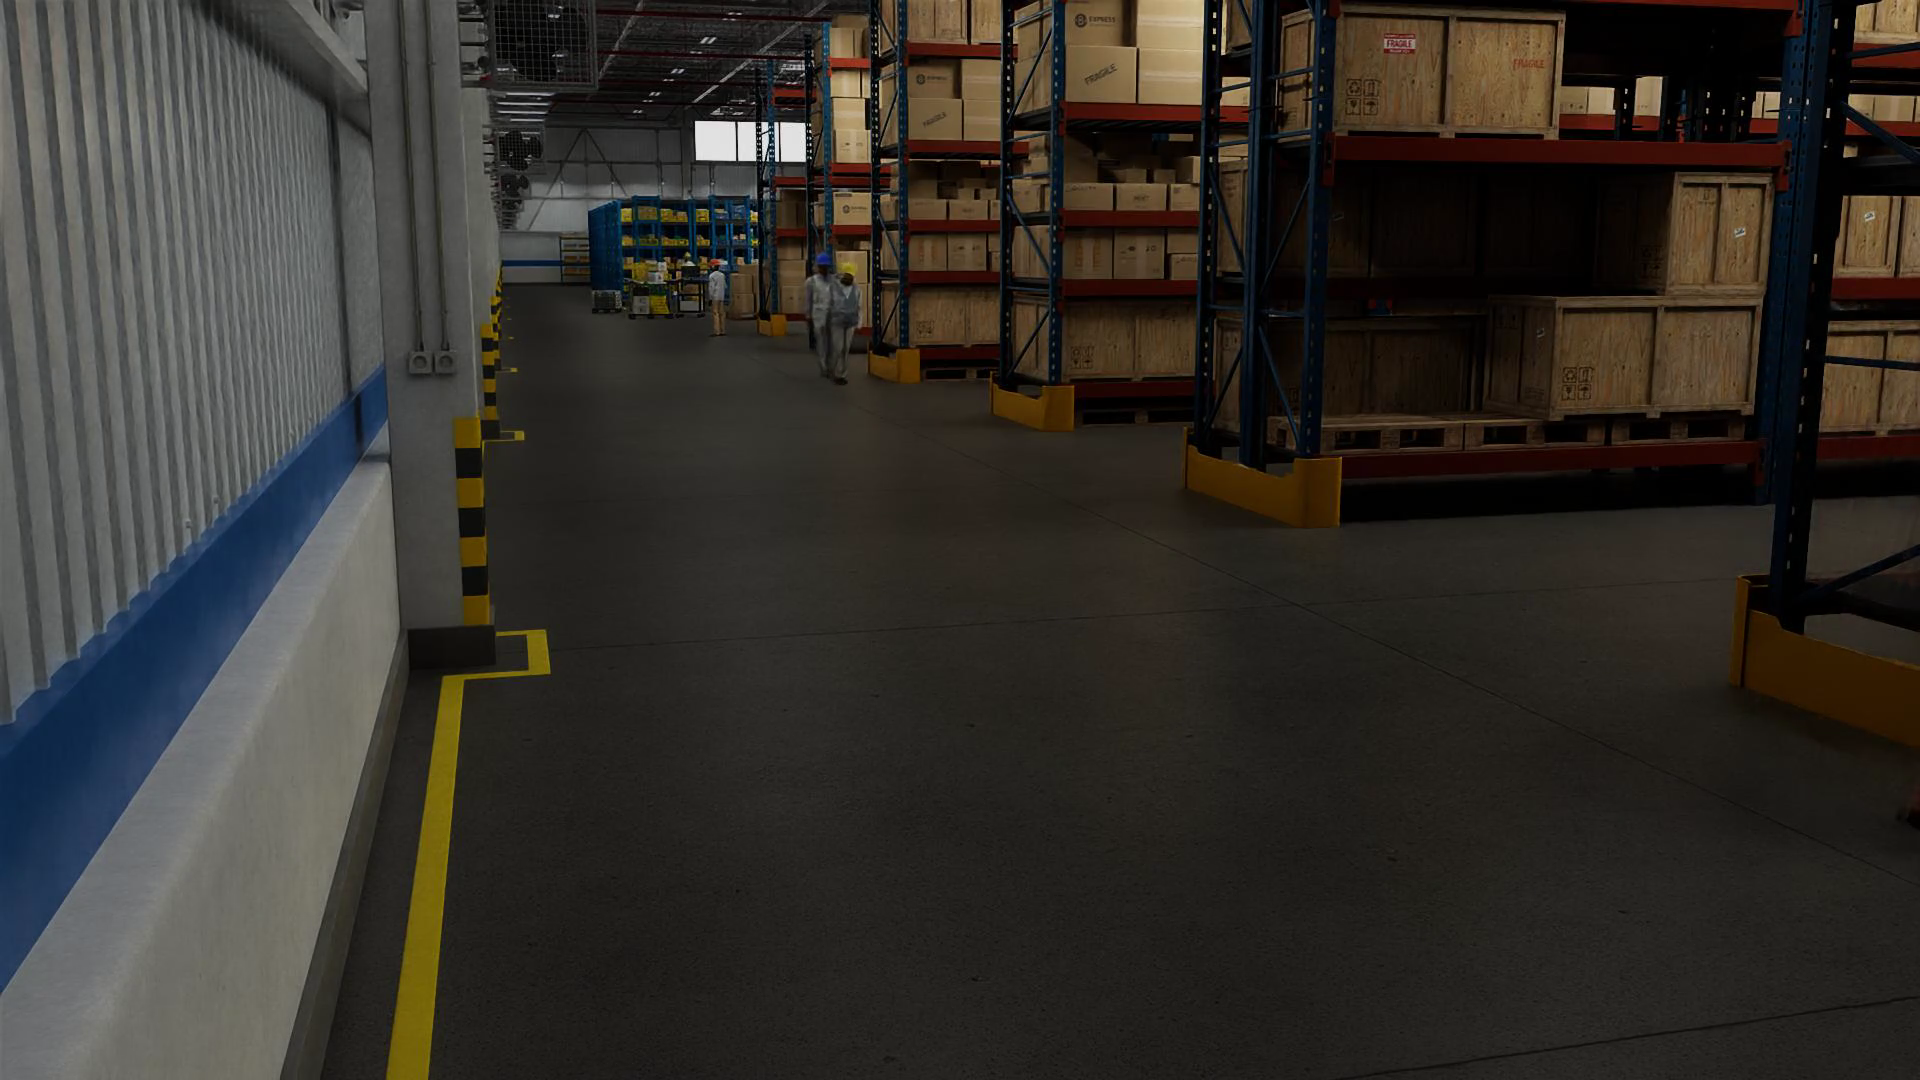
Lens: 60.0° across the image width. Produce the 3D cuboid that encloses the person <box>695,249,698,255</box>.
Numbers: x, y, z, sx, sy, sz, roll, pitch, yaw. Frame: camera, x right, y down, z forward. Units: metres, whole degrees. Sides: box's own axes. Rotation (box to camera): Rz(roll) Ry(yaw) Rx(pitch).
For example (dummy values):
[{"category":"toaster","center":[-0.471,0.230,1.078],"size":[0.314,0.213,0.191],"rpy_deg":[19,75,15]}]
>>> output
[{"category":"person","center":[-10.725,-10.955,67.919],"size":[0.618,1.990,0.394],"rpy_deg":[-1,10,-5]}]

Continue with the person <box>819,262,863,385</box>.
[{"category":"person","center":[-1.678,-3.138,24.251],"size":[0.652,1.782,0.712],"rpy_deg":[-5,11,-28]}]

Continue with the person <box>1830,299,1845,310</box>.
[{"category":"person","center":[9.576,-2.044,18.275],"size":[0.823,1.709,0.501],"rpy_deg":[-2,10,-12]}]

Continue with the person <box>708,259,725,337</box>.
[{"category":"person","center":[-5.473,-5.416,37.234],"size":[0.341,1.747,0.572],"rpy_deg":[5,11,24]}]

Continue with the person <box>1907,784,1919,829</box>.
[{"category":"person","center":[3.574,0.168,5.351],"size":[0.719,1.848,0.925],"rpy_deg":[-8,13,-40]}]

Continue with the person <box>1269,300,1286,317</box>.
[{"category":"person","center":[3.121,-1.703,16.533],"size":[0.312,1.638,0.512],"rpy_deg":[7,12,35]}]

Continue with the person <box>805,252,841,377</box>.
[{"category":"person","center":[-2.094,-3.482,25.771],"size":[0.634,1.927,0.436],"rpy_deg":[-4,11,-20]}]

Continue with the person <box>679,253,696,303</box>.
[{"category":"person","center":[-9.131,-8.682,55.658],"size":[0.449,1.783,0.645],"rpy_deg":[8,13,39]}]
